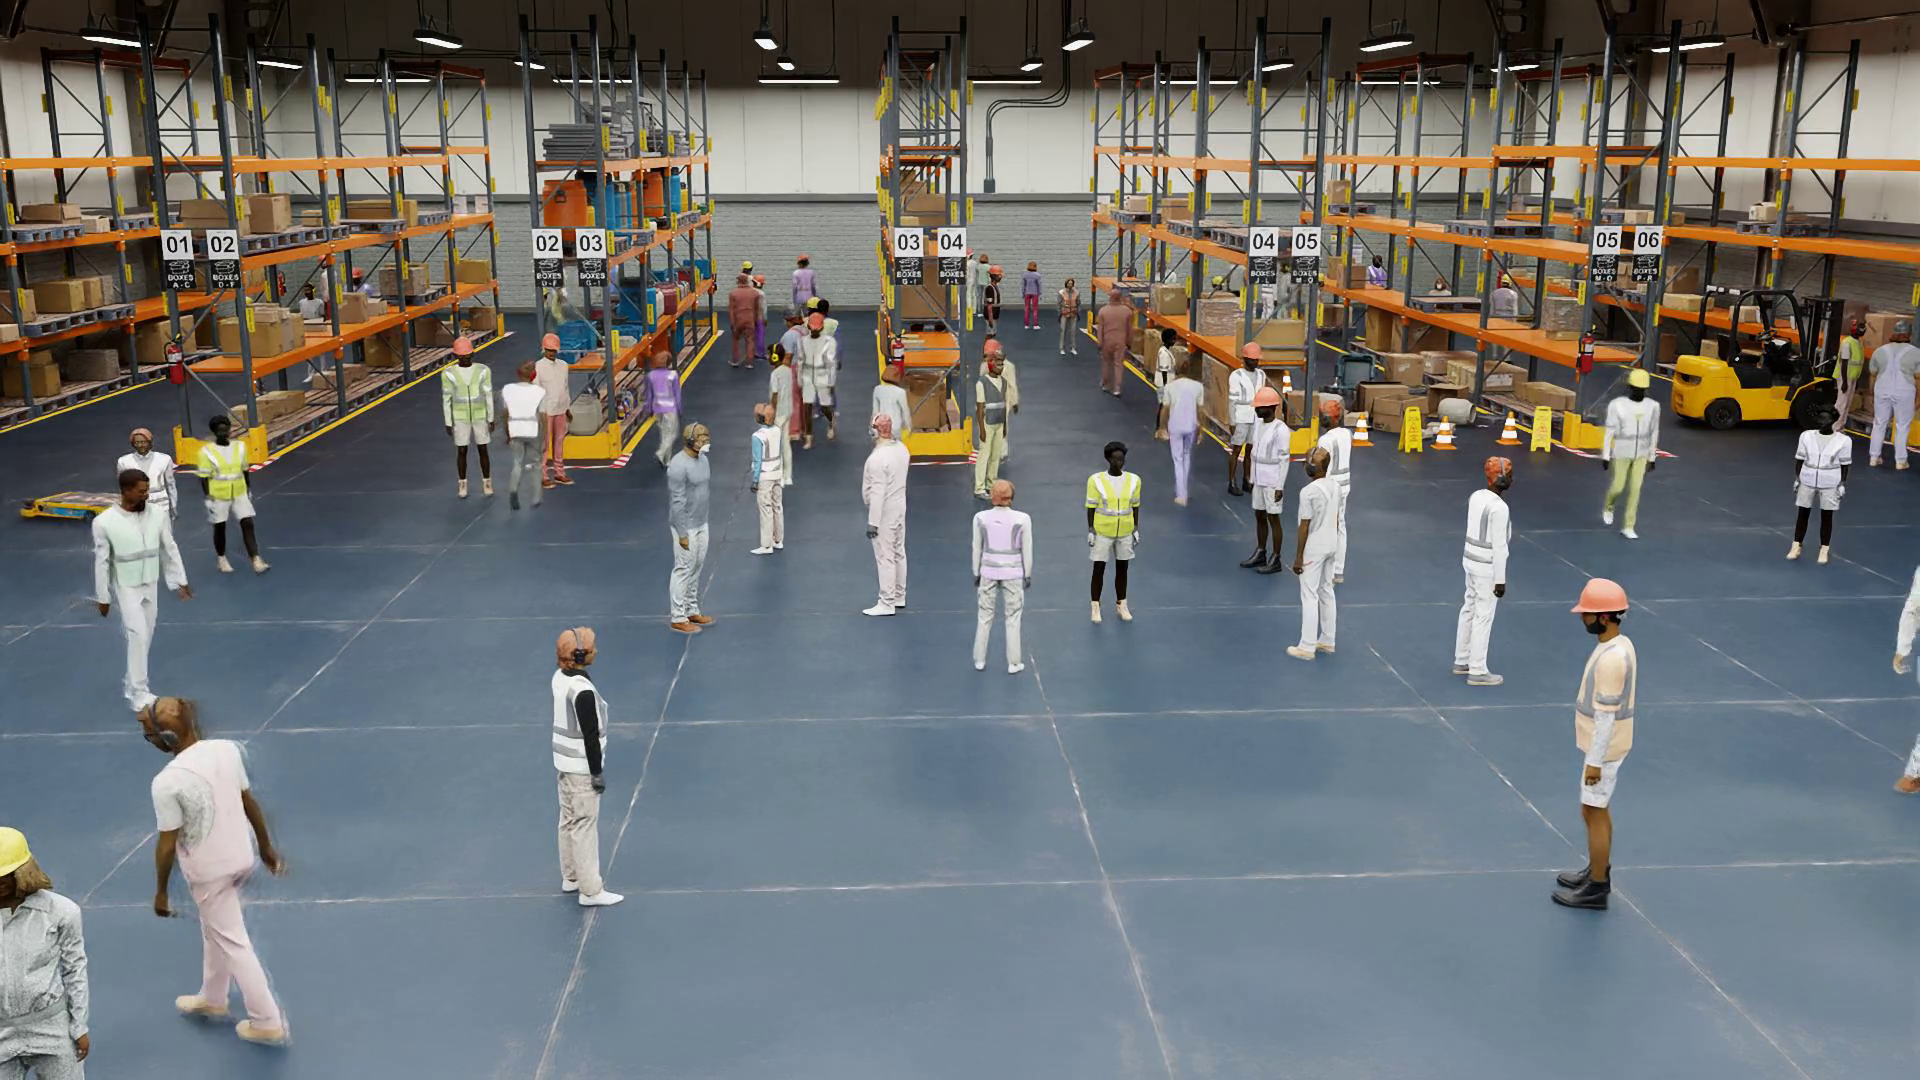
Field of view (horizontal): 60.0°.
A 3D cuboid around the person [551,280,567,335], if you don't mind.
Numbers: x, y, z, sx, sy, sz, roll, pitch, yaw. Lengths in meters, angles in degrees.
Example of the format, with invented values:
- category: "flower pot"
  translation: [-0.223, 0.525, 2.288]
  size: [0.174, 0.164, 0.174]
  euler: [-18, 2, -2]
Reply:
- category: "person"
  translation: [-9.405, -5.695, 38.838]
  size: [0.455, 1.827, 0.599]
  euler: [-3, 14, -14]

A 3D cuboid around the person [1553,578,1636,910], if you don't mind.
- category: "person"
  translation: [3.667, 1.165, 9.587]
  size: [0.384, 1.926, 0.550]
  euler: [5, 14, 22]

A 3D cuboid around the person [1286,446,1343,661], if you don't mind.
- category: "person"
  translation: [3.061, 0.107, 14.264]
  size: [0.505, 1.839, 0.342]
  euler: [-11, 17, -40]

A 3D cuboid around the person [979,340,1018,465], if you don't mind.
- category: "person"
  translation: [0.465, -1.898, 22.987]
  size: [0.566, 1.720, 0.726]
  euler: [10, 17, 36]

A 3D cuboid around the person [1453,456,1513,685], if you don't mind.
- category: "person"
  translation: [4.295, 0.246, 13.592]
  size: [0.355, 1.876, 0.574]
  euler: [-2, 13, -7]

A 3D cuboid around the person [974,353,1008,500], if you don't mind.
- category: "person"
  translation: [0.383, -1.421, 20.744]
  size: [0.386, 1.833, 0.561]
  euler: [10, 17, 36]

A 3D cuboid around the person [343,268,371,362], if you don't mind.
- category: "person"
  translation: [-12.315, -4.580, 33.936]
  size: [0.559, 1.909, 0.767]
  euler: [0, 13, -2]

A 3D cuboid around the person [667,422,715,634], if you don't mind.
- category: "person"
  translation: [-2.420, -0.114, 15.018]
  size: [0.391, 1.925, 0.624]
  euler: [4, 14, 17]

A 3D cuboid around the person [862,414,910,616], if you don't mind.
- category: "person"
  translation: [-0.717, -0.238, 15.575]
  size: [0.403, 1.904, 0.637]
  euler: [5, 14, 22]

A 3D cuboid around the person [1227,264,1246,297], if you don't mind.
- category: "person"
  translation: [6.729, -6.047, 40.294]
  size: [0.517, 1.854, 0.649]
  euler: [5, 14, 19]

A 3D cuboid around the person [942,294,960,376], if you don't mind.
- category: "person"
  translation: [-0.166, -4.093, 31.947]
  size: [0.359, 1.883, 0.573]
  euler: [3, 14, 13]

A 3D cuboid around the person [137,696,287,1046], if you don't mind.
- category: "person"
  translation: [-3.675, 1.590, 8.052]
  size: [0.823, 1.794, 0.593]
  euler: [4, 14, 15]

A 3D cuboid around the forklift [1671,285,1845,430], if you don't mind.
- category: "forklift"
  translation: [12.503, -2.886, 26.166]
  size: [2.313, 2.155, 1.214]
  euler: [-1, 13, -3]

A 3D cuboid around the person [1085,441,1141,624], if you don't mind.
- category: "person"
  translation: [1.409, -0.074, 15.315]
  size: [0.535, 1.699, 0.318]
  euler: [-3, 14, -13]

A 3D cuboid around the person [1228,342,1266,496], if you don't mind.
- category: "person"
  translation: [3.634, -1.524, 20.947]
  size: [0.551, 1.935, 0.375]
  euler: [-8, 15, -30]

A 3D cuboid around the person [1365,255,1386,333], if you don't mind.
- category: "person"
  translation: [9.809, -5.799, 39.257]
  size: [0.629, 1.846, 0.429]
  euler: [-8, 15, -29]

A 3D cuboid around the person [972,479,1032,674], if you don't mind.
- category: "person"
  translation: [0.346, 0.301, 13.881]
  size: [0.511, 1.630, 0.319]
  euler: [3, 14, 14]

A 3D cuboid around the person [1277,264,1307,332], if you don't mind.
- category: "person"
  translation: [7.434, -5.421, 37.667]
  size: [0.771, 1.846, 0.529]
  euler: [0, 13, 0]

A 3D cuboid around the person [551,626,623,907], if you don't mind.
- category: "person"
  translation: [-2.188, 1.302, 9.606]
  size: [0.312, 1.642, 0.512]
  euler: [-8, 16, -32]

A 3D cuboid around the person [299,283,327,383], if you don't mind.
- category: "person"
  translation: [-12.067, -3.862, 31.014]
  size: [0.531, 1.860, 0.316]
  euler: [1, 13, 4]

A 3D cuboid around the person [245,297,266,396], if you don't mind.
- category: "person"
  translation: [-12.536, -3.419, 29.389]
  size: [0.299, 1.743, 0.493]
  euler: [2, 13, 7]

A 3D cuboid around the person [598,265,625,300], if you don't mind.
- category: "person"
  translation: [-8.162, -5.812, 39.032]
  size: [0.747, 1.972, 1.059]
  euler: [2, 14, 10]

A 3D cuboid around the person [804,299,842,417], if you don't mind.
- category: "person"
  translation: [-2.212, -2.942, 26.992]
  size: [0.594, 1.919, 0.387]
  euler: [1, 13, 6]

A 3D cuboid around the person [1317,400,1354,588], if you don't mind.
- category: "person"
  translation: [3.689, -0.464, 16.564]
  size: [0.358, 1.887, 0.572]
  euler: [10, 17, 38]

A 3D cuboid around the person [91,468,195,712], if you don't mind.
- category: "person"
  translation: [-6.397, 0.374, 13.001]
  size: [0.650, 1.886, 0.612]
  euler: [6, 15, 24]

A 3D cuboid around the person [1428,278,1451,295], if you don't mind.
- category: "person"
  translation: [10.116, -4.731, 35.182]
  size: [0.500, 1.633, 0.281]
  euler: [6, 15, 25]

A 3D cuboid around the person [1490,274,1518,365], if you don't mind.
- category: "person"
  translation: [10.985, -4.448, 33.580]
  size: [0.403, 1.829, 0.594]
  euler: [-11, 17, -39]

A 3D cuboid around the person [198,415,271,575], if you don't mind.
- category: "person"
  translation: [-7.407, -0.434, 16.917]
  size: [0.542, 1.653, 0.834]
  euler: [-13, 18, -43]

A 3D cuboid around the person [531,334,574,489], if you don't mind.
- category: "person"
  translation: [-5.248, -1.671, 21.455]
  size: [0.398, 1.988, 0.613]
  euler: [9, 16, 34]

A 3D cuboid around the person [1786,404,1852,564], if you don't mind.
- category: "person"
  translation: [9.055, -0.593, 17.516]
  size: [0.533, 1.697, 0.322]
  euler: [11, 17, 38]

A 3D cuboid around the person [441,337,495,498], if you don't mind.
- category: "person"
  translation: [-6.121, -1.524, 20.760]
  size: [0.606, 2.031, 0.419]
  euler: [-5, 14, -20]

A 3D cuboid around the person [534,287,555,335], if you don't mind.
- category: "person"
  translation: [-7.827, -3.892, 31.370]
  size: [0.349, 1.758, 0.521]
  euler: [0, 13, -1]

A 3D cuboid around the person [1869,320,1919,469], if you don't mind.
- category: "person"
  translation: [12.814, -2.005, 22.760]
  size: [0.535, 2.000, 0.681]
  euler: [-12, 18, -41]
